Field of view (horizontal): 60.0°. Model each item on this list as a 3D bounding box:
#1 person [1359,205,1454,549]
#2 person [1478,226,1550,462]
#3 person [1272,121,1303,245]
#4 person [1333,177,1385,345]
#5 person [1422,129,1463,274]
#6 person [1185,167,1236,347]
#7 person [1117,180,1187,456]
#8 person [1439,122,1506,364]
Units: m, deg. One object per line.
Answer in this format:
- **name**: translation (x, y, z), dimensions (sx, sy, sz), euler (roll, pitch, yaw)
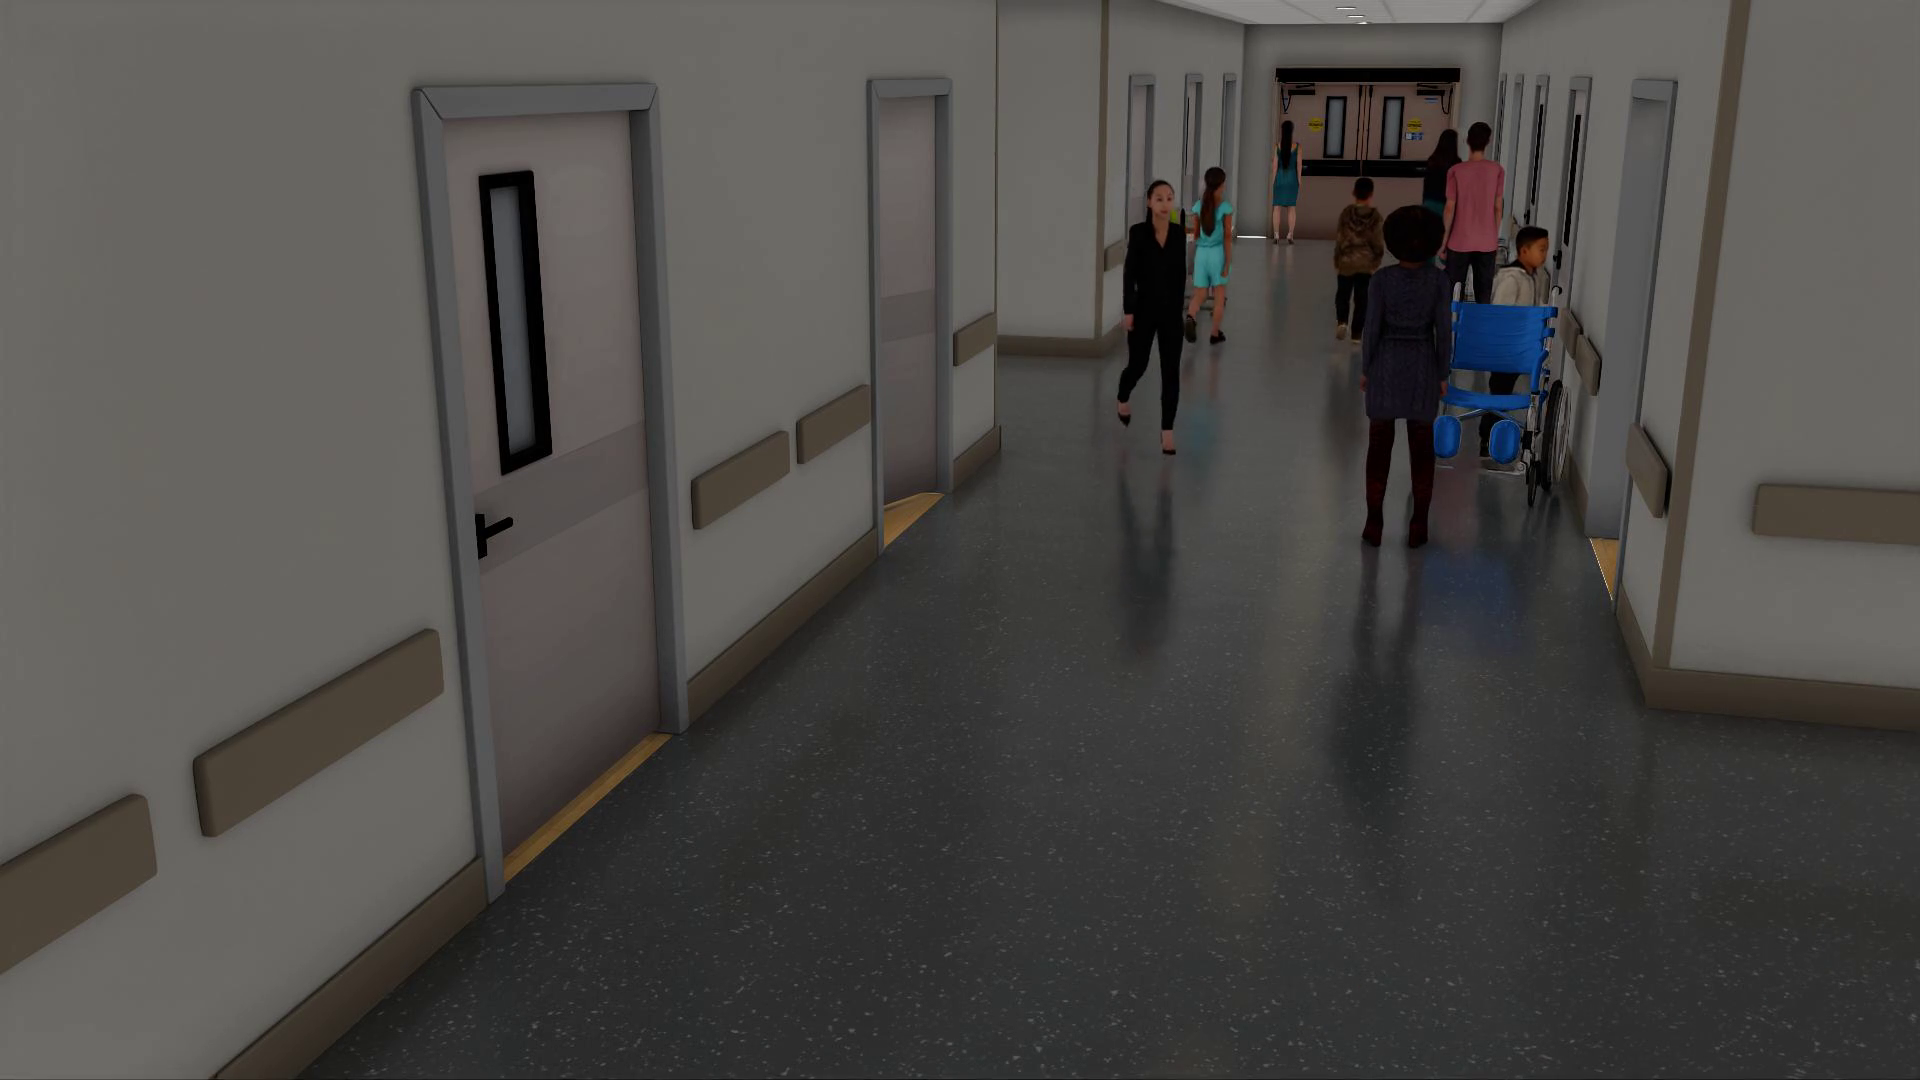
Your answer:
- **person**: translation (2.233, -0.814, 8.369), dimensions (0.593, 1.709, 0.504), euler (4, 16, 12)
- **person**: translation (3.383, -1.205, 10.269), dimensions (0.871, 1.430, 0.739), euler (13, 20, 38)
- **person**: translation (4.540, -4.974, 23.164), dimensions (0.563, 1.688, 0.488), euler (3, 16, 12)
- **person**: translation (3.477, -2.437, 14.610), dimensions (0.577, 1.446, 0.569), euler (4, 16, 15)
- **person**: translation (5.266, -3.631, 18.371), dimensions (0.822, 1.702, 1.160), euler (9, 18, 30)
- **person**: translation (2.148, -2.426, 14.395), dimensions (0.693, 1.542, 0.967), euler (9, 18, 29)
- **person**: translation (1.192, -1.393, 10.472), dimensions (0.934, 1.681, 1.126), euler (-4, 16, -14)
- **person**: translation (4.158, -2.396, 13.518), dimensions (0.669, 1.958, 0.607), euler (1, 16, 4)
